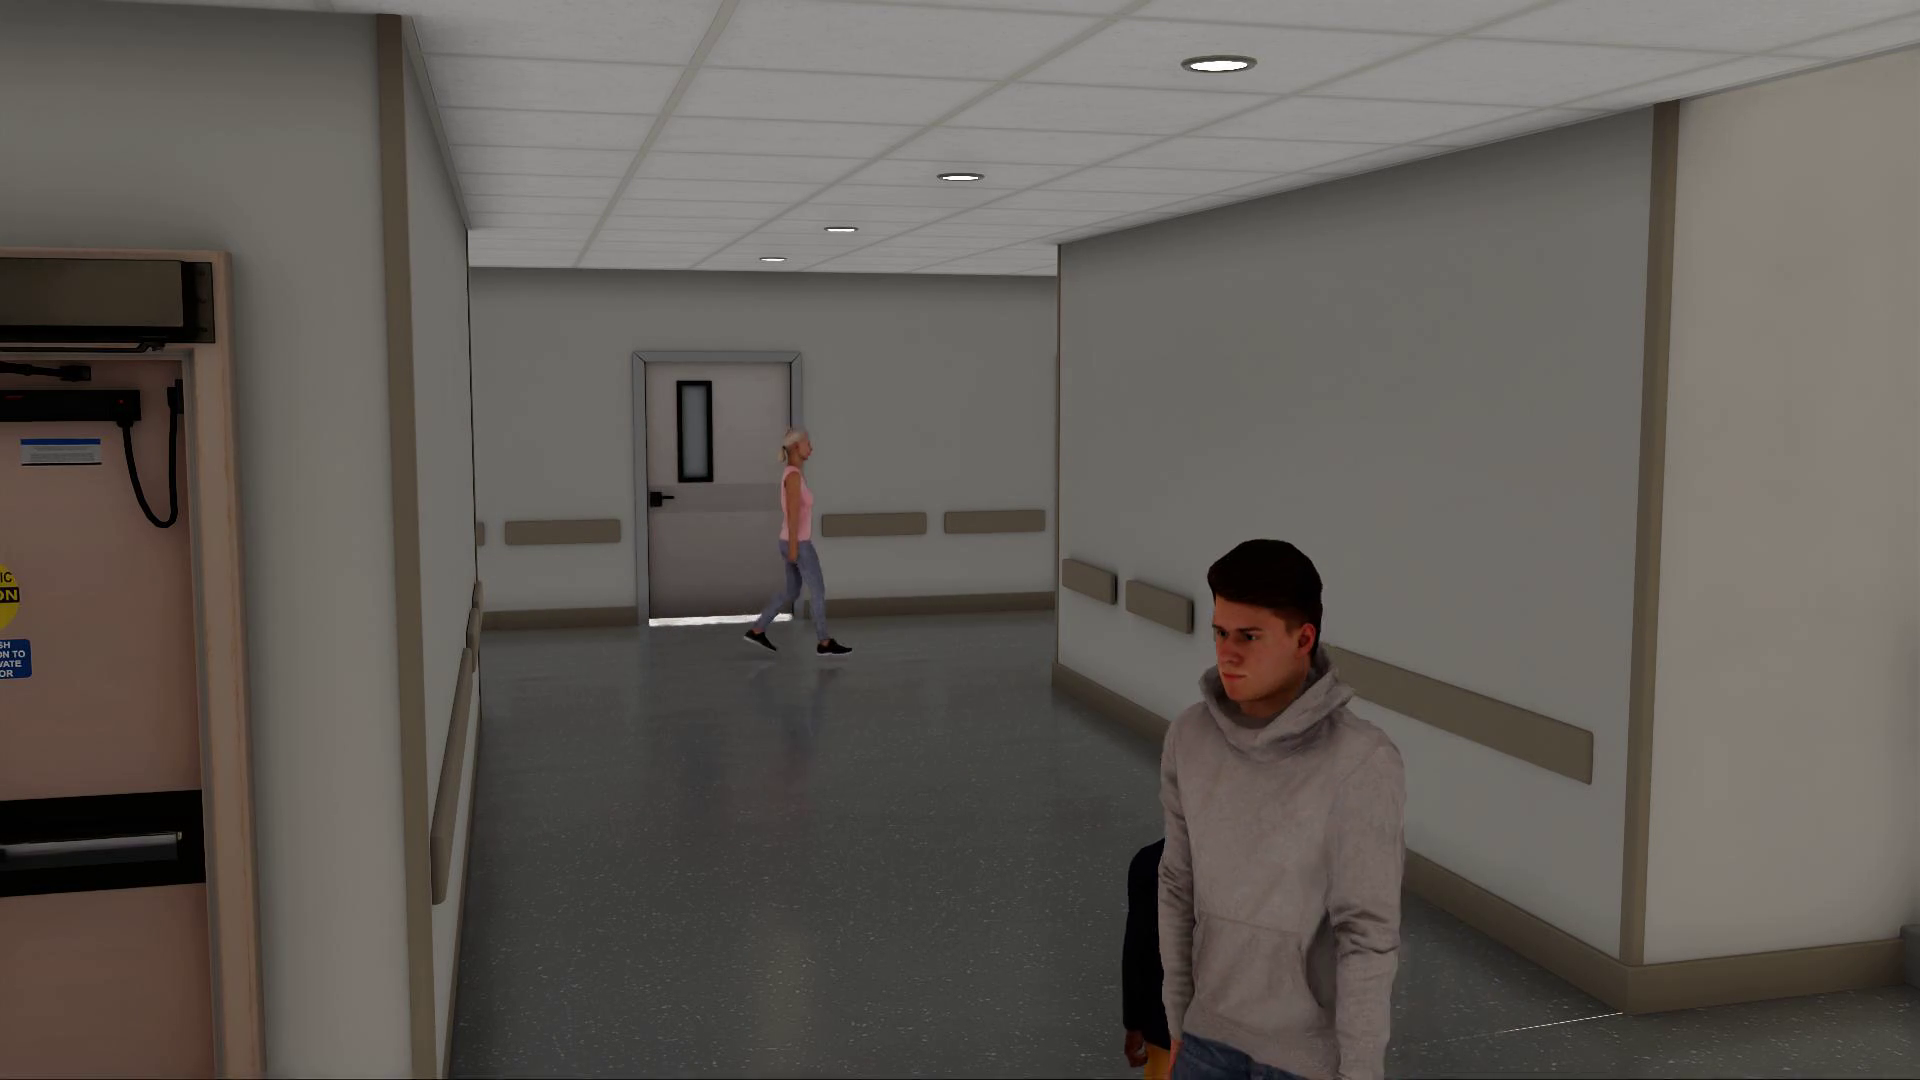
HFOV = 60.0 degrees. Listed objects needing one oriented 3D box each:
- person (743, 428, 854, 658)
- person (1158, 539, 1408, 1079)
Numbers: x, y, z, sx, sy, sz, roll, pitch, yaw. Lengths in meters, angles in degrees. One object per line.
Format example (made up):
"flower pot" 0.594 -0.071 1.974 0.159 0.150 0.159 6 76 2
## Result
"person" -1.284 0.042 12.354 1.040 1.699 0.608 -1 6 -11
"person" 0.650 0.907 3.072 0.853 1.836 0.901 5 7 38
